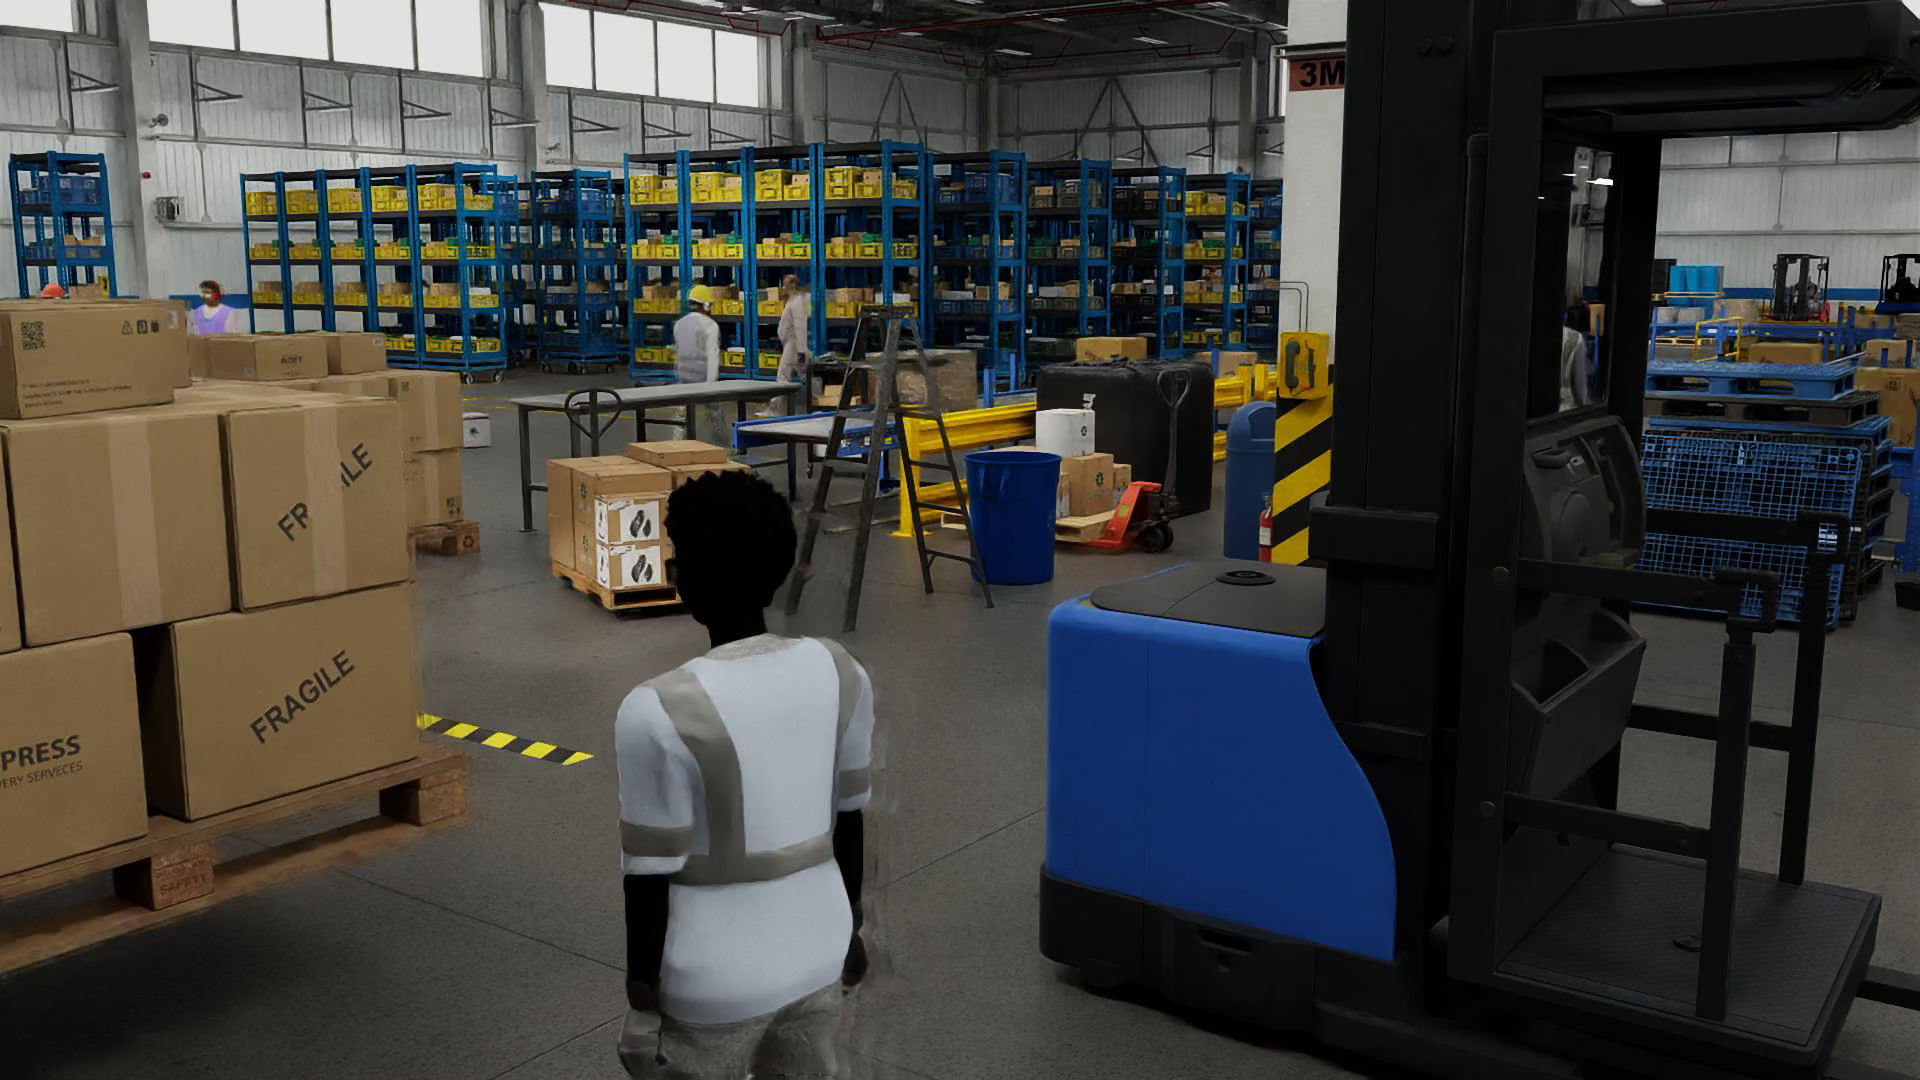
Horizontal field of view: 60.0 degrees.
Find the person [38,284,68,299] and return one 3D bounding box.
[{"bbox_3d":[-10.512,-2.104,19.420,0.326,1.752,0.561,-7,12,-37],"label":"person"}]

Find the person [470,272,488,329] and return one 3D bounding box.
[{"bbox_3d":[-9.765,-4.523,33.679,0.772,1.805,0.580,8,13,41],"label":"person"}]

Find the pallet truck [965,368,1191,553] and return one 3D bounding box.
[{"bbox_3d":[0.845,-0.609,11.869,1.630,1.274,0.653,7,12,35],"label":"pallet truck"}]

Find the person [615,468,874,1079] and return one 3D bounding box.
[{"bbox_3d":[-0.318,0.723,2.803,0.512,1.685,0.541,7,12,38],"label":"person"}]

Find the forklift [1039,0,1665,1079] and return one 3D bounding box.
[{"bbox_3d":[1.249,-0.137,4.360,1.873,2.768,1.129,7,12,35],"label":"forklift"}]

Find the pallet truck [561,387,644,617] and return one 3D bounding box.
[{"bbox_3d":[-1.981,-0.274,10.088,0.680,1.201,1.601,-5,11,-28],"label":"pallet truck"}]

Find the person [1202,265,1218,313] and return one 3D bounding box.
[{"bbox_3d":[7.337,-7.121,48.580,0.617,1.993,0.396,9,13,44],"label":"person"}]

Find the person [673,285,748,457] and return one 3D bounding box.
[{"bbox_3d":[-2.480,-1.568,16.130,0.617,1.779,0.929,7,12,34],"label":"person"}]

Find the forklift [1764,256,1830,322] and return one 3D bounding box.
[{"bbox_3d":[20.253,-5.854,40.139,1.157,1.987,2.680,7,12,35],"label":"forklift"}]

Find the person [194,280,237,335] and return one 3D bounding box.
[{"bbox_3d":[-8.464,-2.031,18.862,0.594,1.787,0.970,3,10,18],"label":"person"}]

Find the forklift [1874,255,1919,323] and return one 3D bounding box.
[{"bbox_3d":[22.089,-5.634,38.796,1.157,1.987,2.680,6,11,33],"label":"forklift"}]

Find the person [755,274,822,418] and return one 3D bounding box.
[{"bbox_3d":[-2.128,-2.503,21.515,1.005,1.861,0.662,-1,10,-6],"label":"person"}]

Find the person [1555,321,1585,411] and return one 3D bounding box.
[{"bbox_3d":[4.531,-1.081,12.944,0.614,1.898,1.034,4,10,23],"label":"person"}]
